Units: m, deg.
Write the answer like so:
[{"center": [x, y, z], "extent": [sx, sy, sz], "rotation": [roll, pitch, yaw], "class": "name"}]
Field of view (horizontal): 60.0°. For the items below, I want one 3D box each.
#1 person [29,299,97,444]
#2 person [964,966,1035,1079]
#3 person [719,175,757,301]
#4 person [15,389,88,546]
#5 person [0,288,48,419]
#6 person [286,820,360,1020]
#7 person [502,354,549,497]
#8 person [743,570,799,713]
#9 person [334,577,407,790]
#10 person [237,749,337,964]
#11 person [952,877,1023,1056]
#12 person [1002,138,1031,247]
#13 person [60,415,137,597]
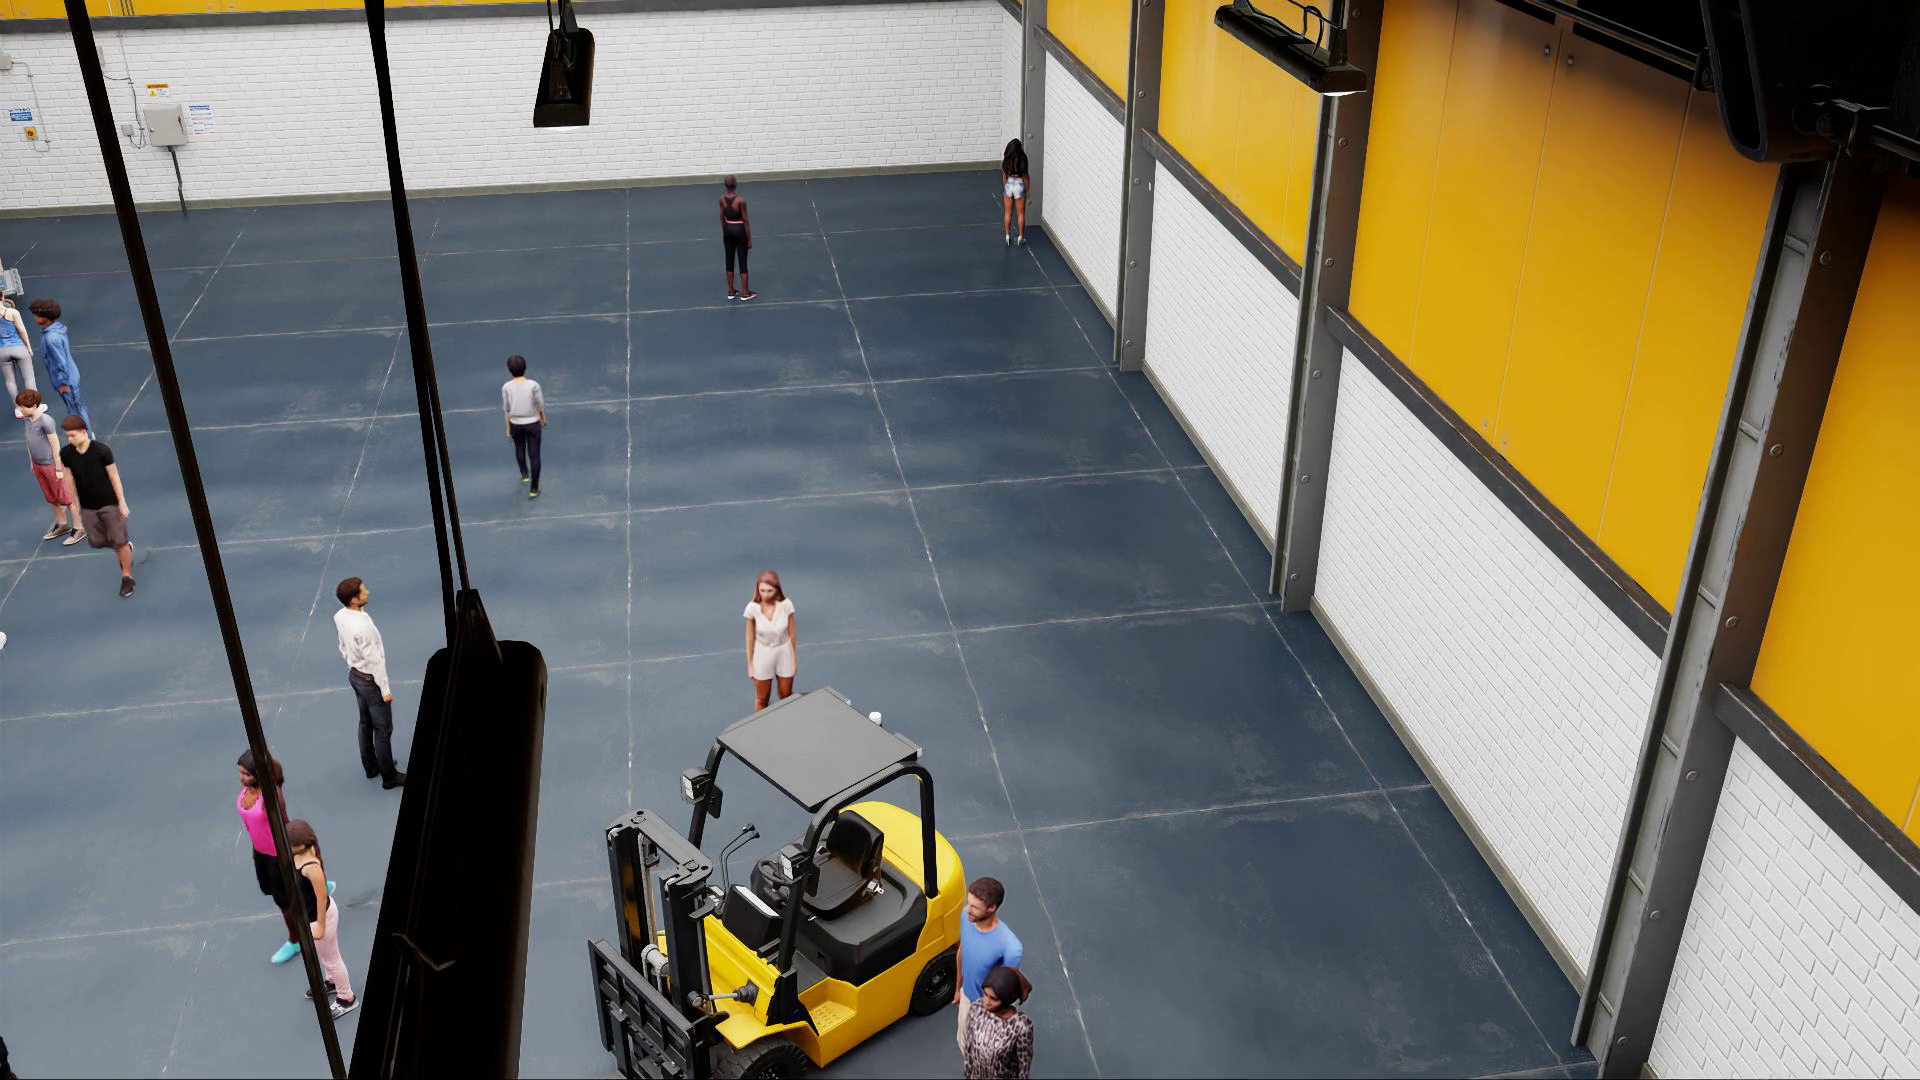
[{"center": [-10.067, -1.858, 18.693], "extent": [0.788, 1.808, 0.585], "rotation": [-12, 31, -21], "class": "person"}, {"center": [0.224, 3.150, 9.612], "extent": [0.678, 1.714, 0.739], "rotation": [19, 34, 31], "class": "person"}, {"center": [-3.120, -4.200, 23.039], "extent": [0.661, 1.758, 0.677], "rotation": [9, 30, 17], "class": "person"}, {"center": [-9.225, -0.767, 16.857], "extent": [0.664, 1.651, 0.696], "rotation": [13, 31, 22], "class": "person"}, {"center": [-11.161, -2.222, 19.570], "extent": [0.583, 1.609, 0.555], "rotation": [-8, 30, -14], "class": "person"}, {"center": [-4.251, 2.473, 11.008], "extent": [0.674, 1.564, 0.570], "rotation": [-18, 33, -29], "class": "person"}, {"center": [-4.659, -1.195, 17.769], "extent": [0.609, 1.530, 0.835], "rotation": [-1, 29, -2], "class": "person"}, {"center": [-1.528, 0.973, 13.623], "extent": [0.566, 1.695, 0.539], "rotation": [-6, 29, -11], "class": "person"}, {"center": [-4.684, 1.120, 13.169], "extent": [0.694, 1.870, 0.800], "rotation": [25, 37, 37], "class": "person"}, {"center": [-4.675, 2.109, 11.524], "extent": [0.881, 1.711, 0.939], "rotation": [18, 34, 30], "class": "person"}, {"center": [0.166, 2.789, 10.116], "extent": [0.797, 1.864, 0.695], "rotation": [-24, 37, -37], "class": "person"}, {"center": [0.834, -5.248, 25.098], "extent": [0.650, 1.626, 0.679], "rotation": [8, 30, 15], "class": "person"}, {"center": [-8.202, -0.394, 15.973], "extent": [0.732, 1.843, 0.904], "rotation": [-2, 29, -5], "class": "person"}]
